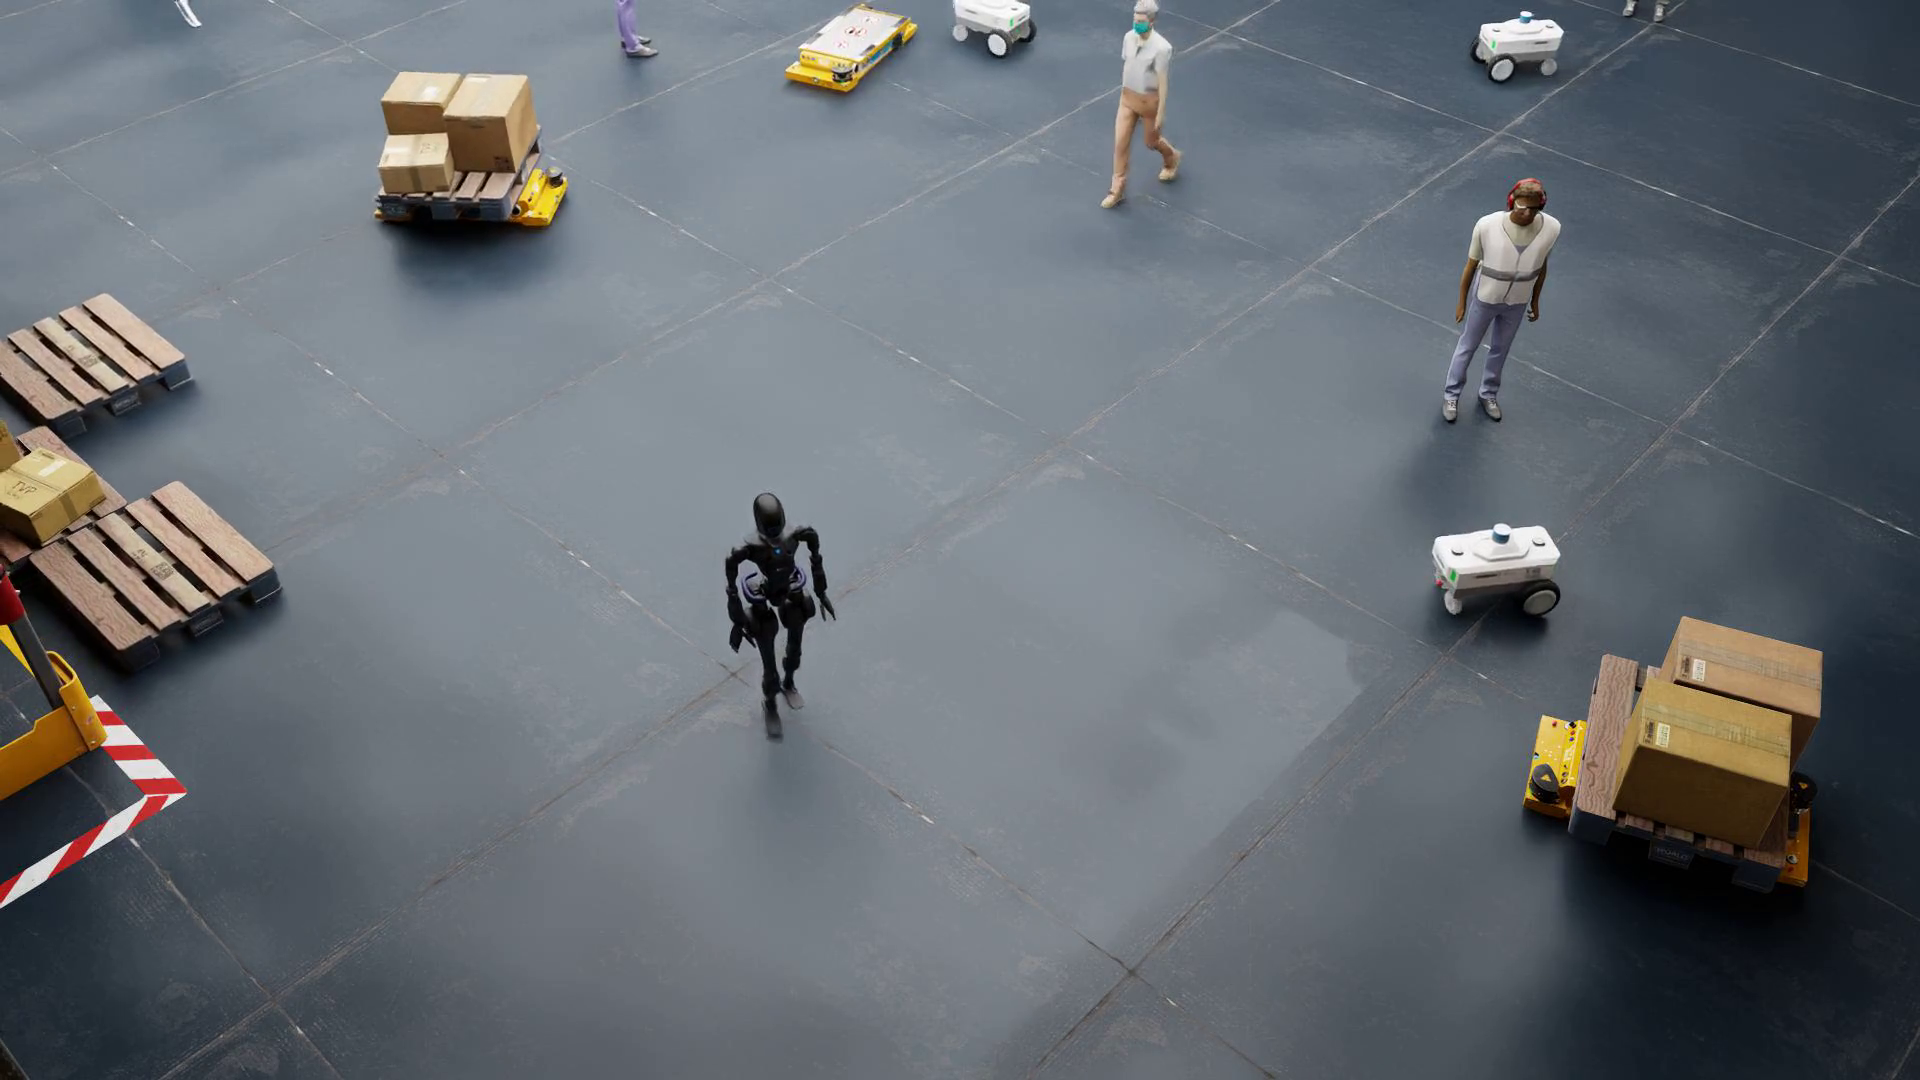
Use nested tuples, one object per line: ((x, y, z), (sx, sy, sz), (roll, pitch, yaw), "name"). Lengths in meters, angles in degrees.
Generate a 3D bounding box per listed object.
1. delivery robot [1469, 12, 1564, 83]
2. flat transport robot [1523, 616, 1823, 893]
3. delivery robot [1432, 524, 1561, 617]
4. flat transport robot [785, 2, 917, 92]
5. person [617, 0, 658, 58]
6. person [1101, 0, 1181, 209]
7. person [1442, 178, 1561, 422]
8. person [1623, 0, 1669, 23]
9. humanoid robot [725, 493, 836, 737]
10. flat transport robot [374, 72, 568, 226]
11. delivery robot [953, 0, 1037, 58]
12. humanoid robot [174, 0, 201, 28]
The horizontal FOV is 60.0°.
((5.160, -4.583, 15.421), (0.812, 0.614, 0.499), (-6, 42, -7), "delivery robot")
((3.840, 1.370, 9.003), (1.431, 0.231, 0.659), (15, 44, 16), "flat transport robot")
((3.266, 0.145, 10.147), (0.760, 0.588, 0.521), (-6, 42, -7), "delivery robot")
((-1.015, -4.668, 15.714), (0.659, 0.231, 1.431), (18, 45, 19), "flat transport robot")
((-3.116, -5.362, 15.318), (0.422, 1.833, 0.562), (-10, 43, -11), "person")
((1.505, -3.571, 13.416), (0.480, 1.717, 0.824), (31, 50, 30), "person")
((3.610, -1.618, 11.146), (0.568, 1.842, 0.372), (-2, 42, -2), "person")
((6.764, -5.909, 15.929), (0.570, 1.830, 0.405), (16, 44, 17), "person")
((-0.978, 0.366, 9.074), (0.615, 1.641, 0.482), (-19, 45, -20), "humanoid robot")
((-4.023, -2.849, 13.693), (1.431, 0.231, 0.659), (2, 42, 3), "flat transport robot")
((0.310, -4.976, 15.837), (0.789, 0.587, 0.499), (26, 48, 26), "delivery robot")
((-7.593, -5.766, 15.912), (0.553, 1.877, 0.813), (-30, 50, -29), "humanoid robot")
